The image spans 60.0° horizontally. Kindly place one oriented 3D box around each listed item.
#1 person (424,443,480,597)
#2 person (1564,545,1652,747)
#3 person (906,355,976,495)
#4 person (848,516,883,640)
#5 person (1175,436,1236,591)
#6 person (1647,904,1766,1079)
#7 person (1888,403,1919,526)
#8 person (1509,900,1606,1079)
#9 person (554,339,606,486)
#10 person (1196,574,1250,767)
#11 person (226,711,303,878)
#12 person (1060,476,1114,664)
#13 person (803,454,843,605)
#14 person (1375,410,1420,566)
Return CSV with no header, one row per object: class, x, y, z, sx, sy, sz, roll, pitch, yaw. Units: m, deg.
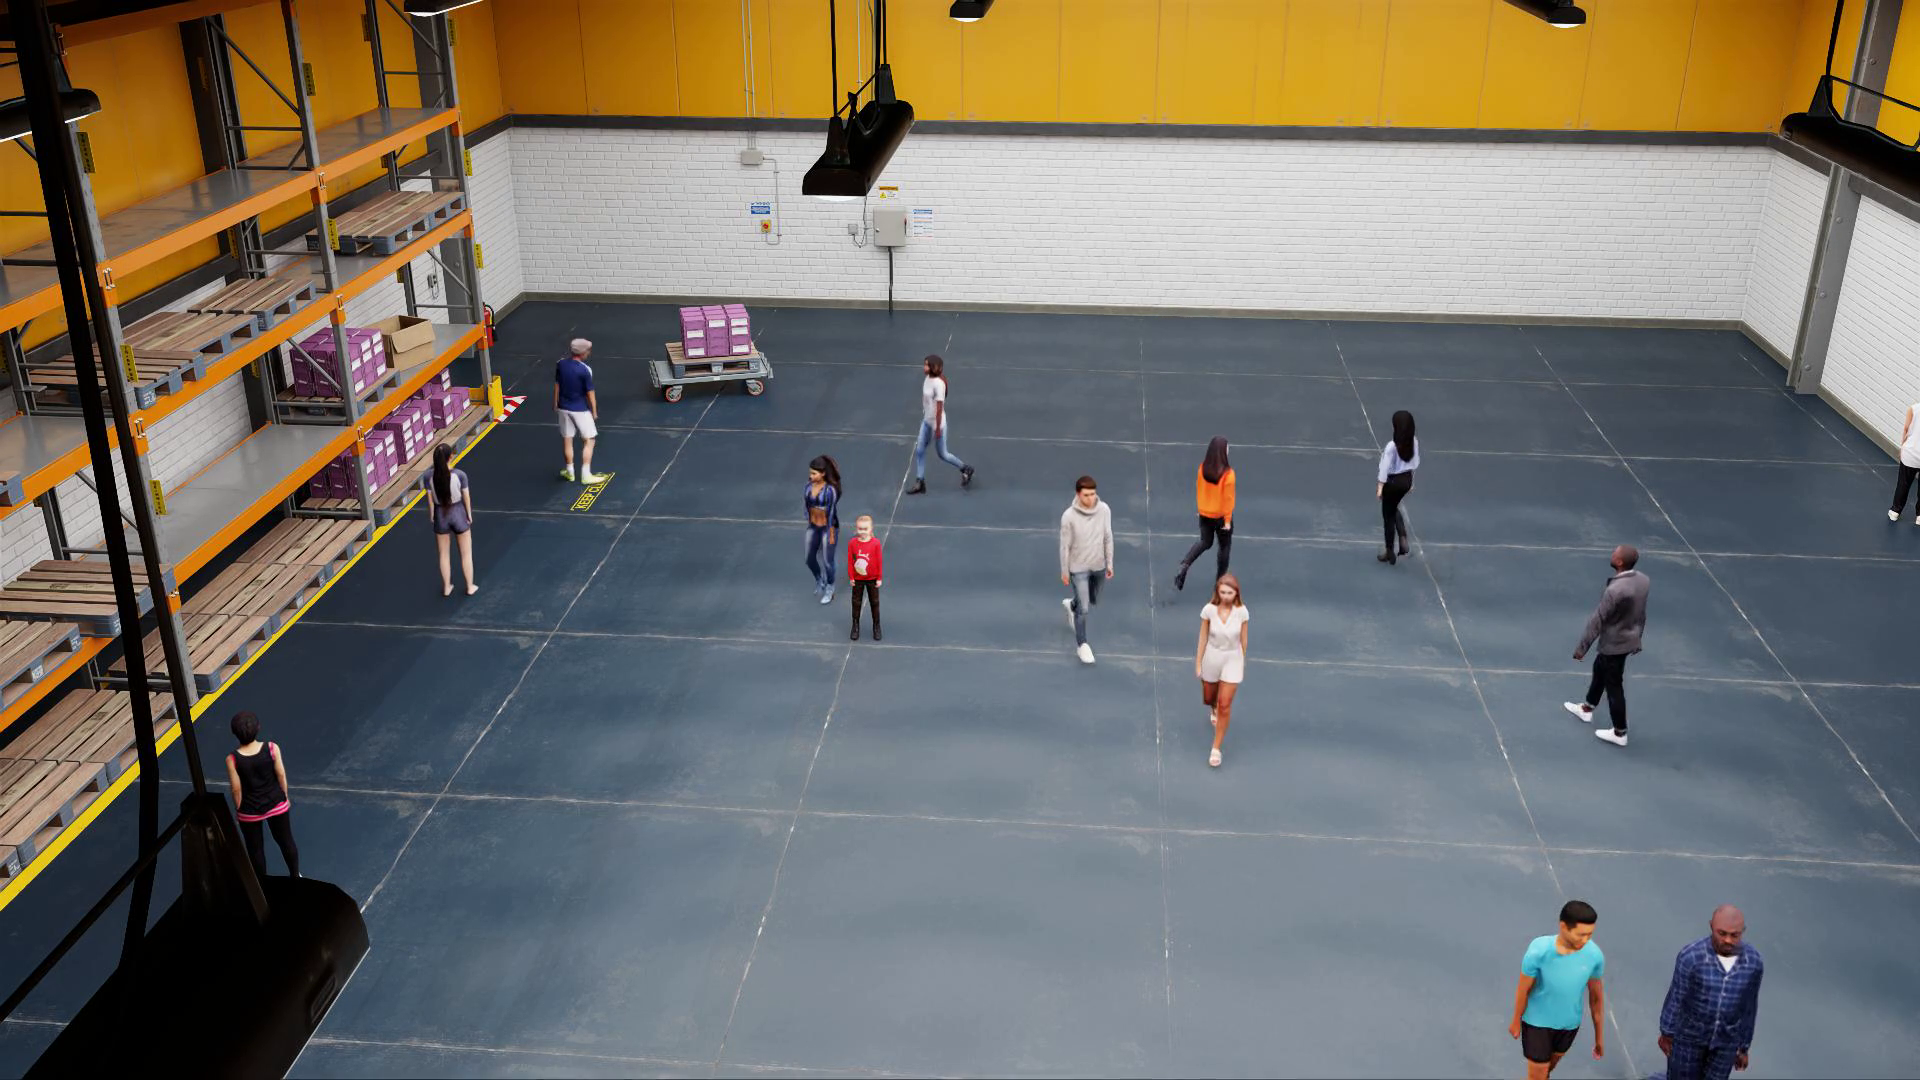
person,-5.231,-0.206,17.088,0.633,1.648,0.583,-4,24,-8
person,5.719,0.945,14.274,1.036,1.793,1.090,-21,31,-39
person,-0.223,-1.353,19.659,1.020,1.690,1.102,-12,26,-25
person,-0.924,0.356,16.259,0.494,1.281,0.491,0,24,0
person,2.545,-0.217,17.008,1.046,1.732,1.000,-17,29,-34
person,4.380,2.867,9.862,0.699,1.805,0.851,0,24,-1
person,10.935,-1.013,18.884,0.746,1.688,0.749,13,27,27
person,3.520,2.835,10.001,0.712,1.753,0.883,-2,24,-5
person,-4.683,-1.559,19.998,0.870,1.795,0.662,2,24,4
person,2.250,1.035,14.214,0.655,1.675,1.032,5,24,11
person,-5.159,1.946,12.284,0.620,1.553,0.669,-16,28,-32
person,1.180,0.217,15.887,0.983,1.834,1.172,-9,25,-20
person,-1.345,-0.123,16.941,0.715,1.613,0.735,14,27,29
person,4.716,-0.527,17.714,0.816,1.734,0.868,-15,28,-30
